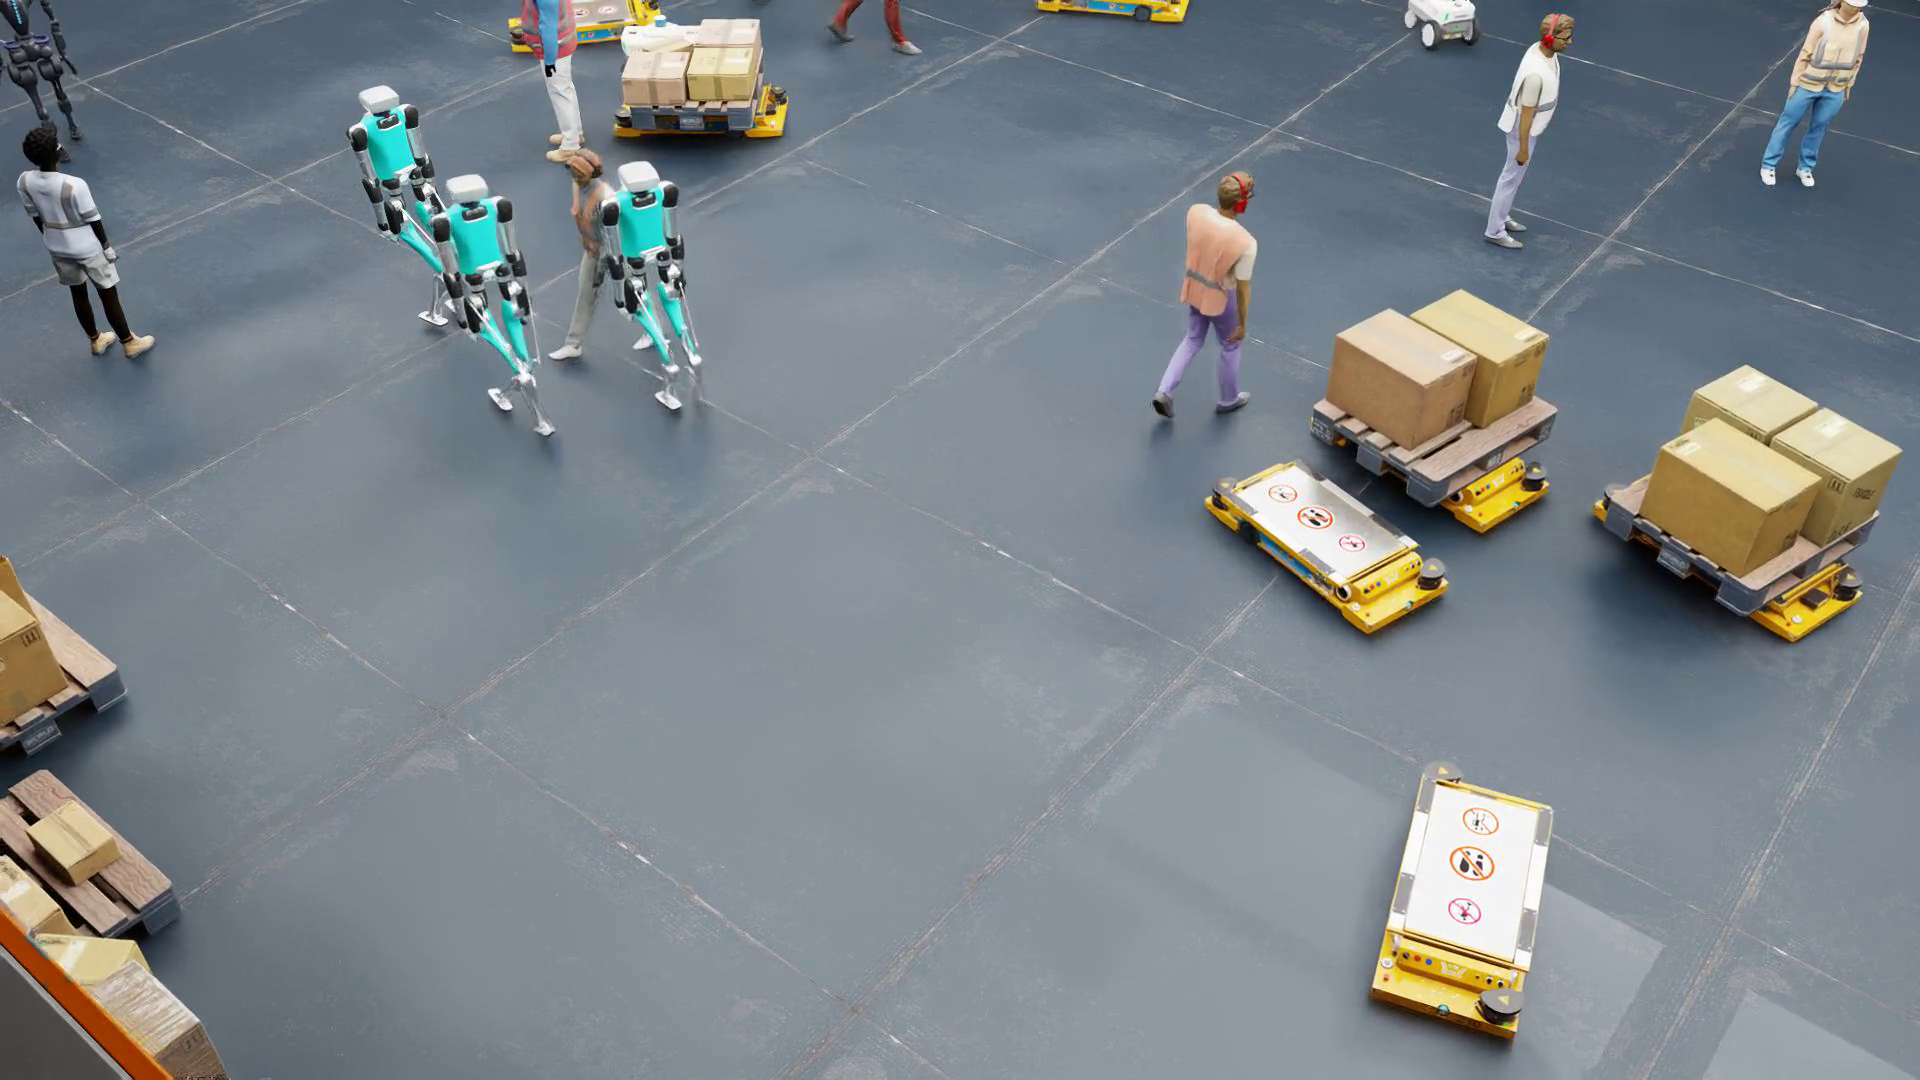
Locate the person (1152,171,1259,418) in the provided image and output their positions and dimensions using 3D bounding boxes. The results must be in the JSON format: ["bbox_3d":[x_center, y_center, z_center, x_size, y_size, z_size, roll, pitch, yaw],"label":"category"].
[{"bbox_3d":[1.636,-1.541,10.688,0.736,1.822,0.598,-30,49,-31],"label":"person"}]

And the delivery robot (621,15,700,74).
[{"bbox_3d":[-2.714,-4.459,15.104,0.779,0.597,0.499,0,40,0],"label":"delivery robot"}]

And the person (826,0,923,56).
[{"bbox_3d":[-0.826,-5.336,15.143,0.907,1.842,0.549,7,41,8],"label":"person"}]

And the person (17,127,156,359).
[{"bbox_3d":[-6.006,-2.003,11.330,0.534,1.696,0.322,9,41,10],"label":"person"}]

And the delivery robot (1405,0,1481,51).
[{"bbox_3d":[4.561,-5.011,15.740,0.499,0.579,0.753,-11,42,-13],"label":"delivery robot"}]

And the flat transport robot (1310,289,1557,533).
[{"bbox_3d":[3.029,-0.590,10.772,0.659,0.231,1.431,-27,47,-28],"label":"flat transport robot"}]

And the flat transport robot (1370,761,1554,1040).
[{"bbox_3d":[2.462,1.703,8.074,0.659,0.231,1.431,14,42,16],"label":"flat transport robot"}]

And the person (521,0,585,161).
[{"bbox_3d":[-3.339,-4.034,13.622,0.430,1.830,0.633,-6,41,-7],"label":"person"}]

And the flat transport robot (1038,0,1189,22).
[{"bbox_3d":[1.532,-5.375,16.401,1.431,0.231,0.659,9,41,10],"label":"flat transport robot"}]

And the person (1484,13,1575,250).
[{"bbox_3d":[4.236,-3.070,12.484,0.388,1.836,0.564,16,43,18],"label":"person"}]

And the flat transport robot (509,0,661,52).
[{"bbox_3d":[-3.571,-4.937,15.886,1.431,0.231,0.659,-9,41,-11],"label":"flat transport robot"}]

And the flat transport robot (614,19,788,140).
[{"bbox_3d":[-2.241,-3.736,14.473,1.431,0.231,0.659,0,40,0],"label":"flat transport robot"}]

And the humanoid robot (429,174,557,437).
[{"bbox_3d":[-2.864,-1.389,10.606,0.556,1.744,0.995,-27,47,-28],"label":"humanoid robot"}]

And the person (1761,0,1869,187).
[{"bbox_3d":[6.849,-3.635,13.235,0.487,1.721,0.378,3,40,4],"label":"person"}]

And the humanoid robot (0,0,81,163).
[{"bbox_3d":[-7.658,-3.976,13.683,0.609,1.635,0.633,-24,46,-25],"label":"humanoid robot"}]

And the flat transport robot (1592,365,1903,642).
[{"bbox_3d":[4.621,0.034,10.038,0.659,0.231,1.431,-24,46,-26],"label":"flat transport robot"}]

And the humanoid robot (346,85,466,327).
[{"bbox_3d":[-3.709,-2.260,11.526,0.731,1.688,0.531,27,47,28],"label":"humanoid robot"}]

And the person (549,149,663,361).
[{"bbox_3d":[-2.454,-1.918,11.307,0.827,1.594,0.506,-33,50,-32],"label":"person"}]

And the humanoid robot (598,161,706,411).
[{"bbox_3d":[-1.901,-1.505,10.764,0.538,1.869,0.687,-26,47,-27],"label":"humanoid robot"}]

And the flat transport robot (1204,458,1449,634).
[{"bbox_3d":[2.205,-0.012,10.092,0.659,0.231,1.431,-24,46,-26],"label":"flat transport robot"}]
